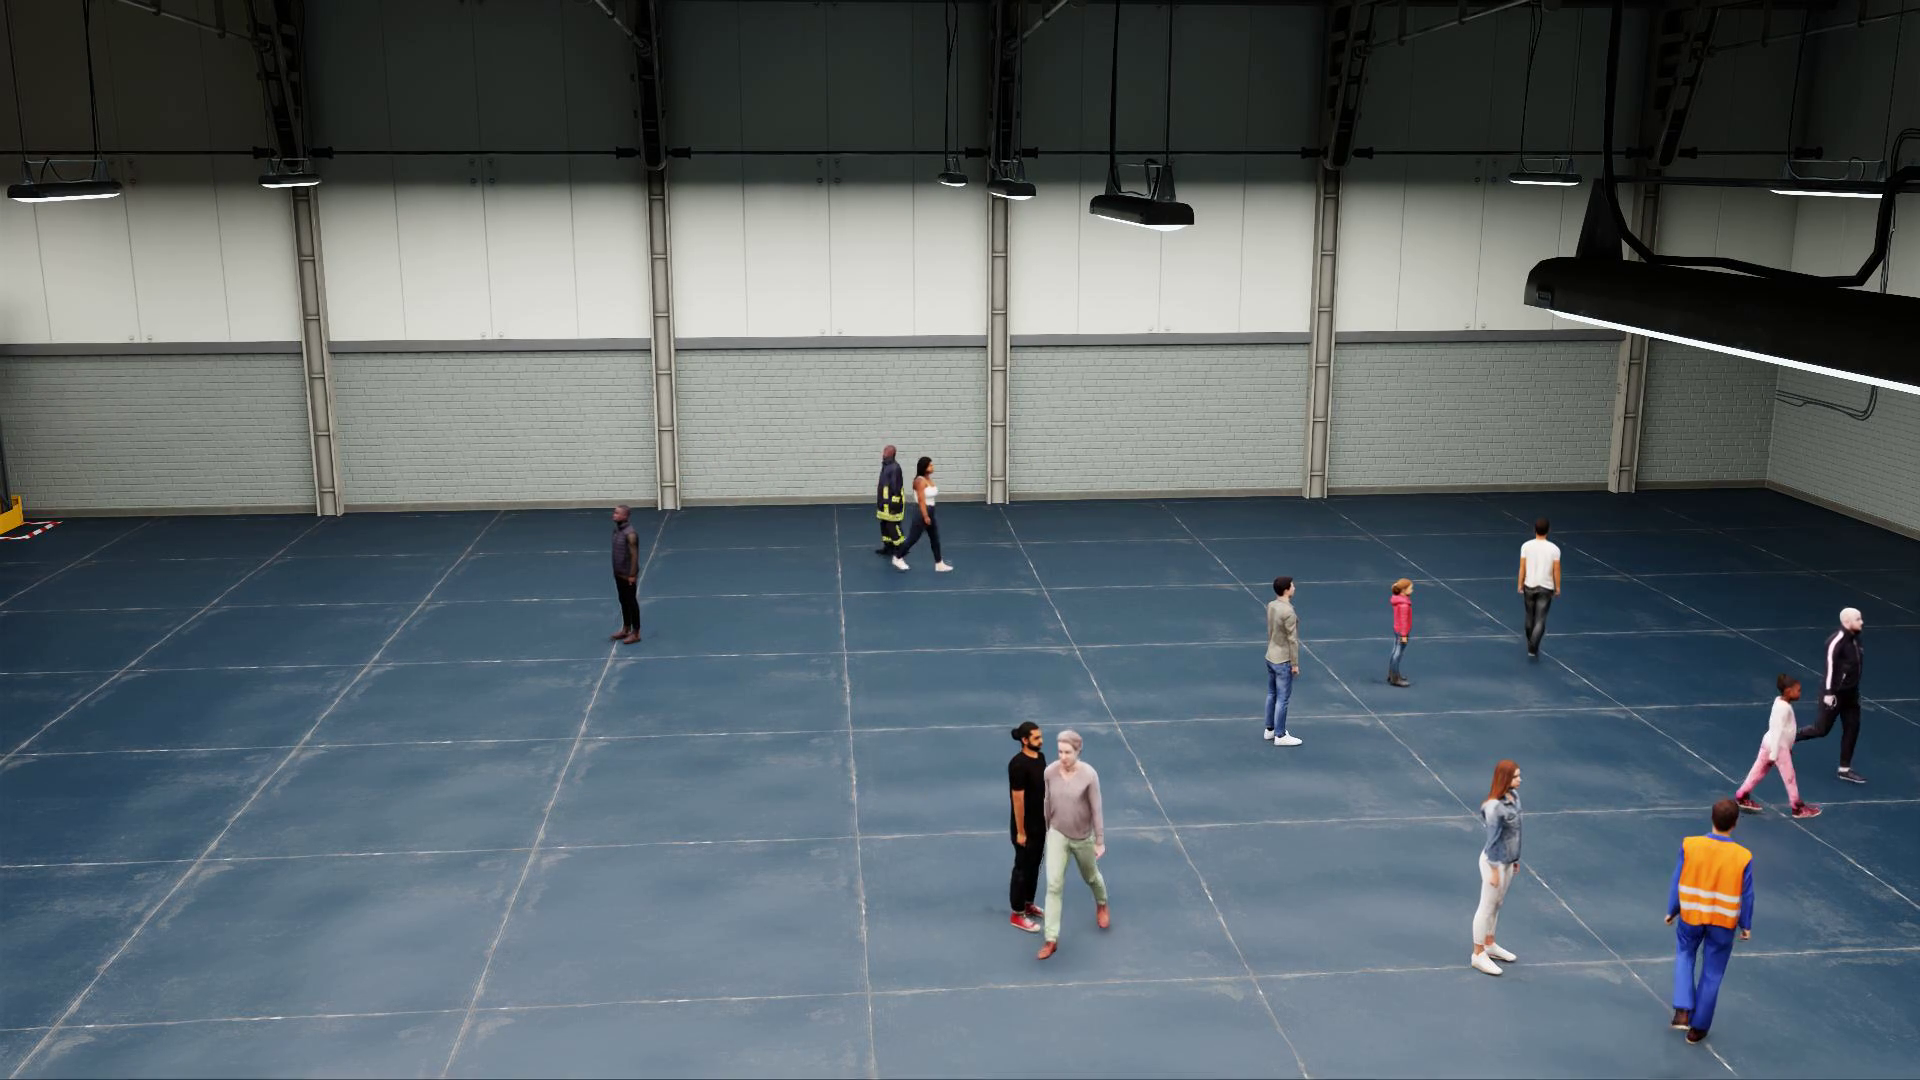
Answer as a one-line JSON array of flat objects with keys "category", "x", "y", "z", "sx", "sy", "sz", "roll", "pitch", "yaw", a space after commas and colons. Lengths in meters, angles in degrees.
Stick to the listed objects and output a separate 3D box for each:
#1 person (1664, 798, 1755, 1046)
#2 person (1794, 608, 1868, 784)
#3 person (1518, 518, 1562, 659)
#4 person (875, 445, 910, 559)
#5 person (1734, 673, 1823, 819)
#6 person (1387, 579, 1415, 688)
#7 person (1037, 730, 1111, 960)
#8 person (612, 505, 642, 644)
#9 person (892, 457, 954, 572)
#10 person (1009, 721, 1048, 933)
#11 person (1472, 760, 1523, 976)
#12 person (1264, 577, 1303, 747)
[{"category": "person", "x": 5.293, "y": 2.739, "z": 11.809, "sx": 0.845, "sy": 1.856, "sz": 0.924, "roll": 8, "pitch": 15, "yaw": 31}, {"category": "person", "x": 8.866, "y": 1.562, "z": 16.995, "sx": 1.163, "sy": 1.810, "sz": 1.124, "roll": -10, "pitch": 17, "yaw": -38}, {"category": "person", "x": 7.322, "y": 0.641, "z": 21.072, "sx": 1.152, "sy": 1.765, "sz": 1.131, "roll": 8, "pitch": 15, "yaw": 31}, {"category": "person", "x": -1.092, "y": -0.637, "z": 26.450, "sx": 0.871, "sy": 1.828, "sz": 0.857, "roll": -4, "pitch": 14, "yaw": -15}, {"category": "person", "x": 7.811, "y": 1.985, "z": 16.057, "sx": 1.059, "sy": 1.410, "sz": 0.802, "roll": 4, "pitch": 14, "yaw": 17}, {"category": "person", "x": 5.314, "y": 1.102, "z": 20.075, "sx": 0.528, "sy": 1.317, "sz": 0.549, "roll": 1, "pitch": 13, "yaw": 6}, {"category": "person", "x": 0.933, "y": 2.383, "z": 13.409, "sx": 1.336, "sy": 1.827, "sz": 1.160, "roll": 5, "pitch": 14, "yaw": 21}, {"category": "person", "x": -4.375, "y": 0.430, "z": 21.829, "sx": 0.779, "sy": 1.835, "sz": 0.779, "roll": -10, "pitch": 16, "yaw": -37}, {"category": "person", "x": -0.660, "y": -0.357, "z": 25.376, "sx": 1.280, "sy": 1.768, "sz": 0.988, "roll": 5, "pitch": 14, "yaw": 19}, {"category": "person", "x": 0.564, "y": 2.337, "z": 13.764, "sx": 0.737, "sy": 1.759, "sz": 0.721, "roll": 6, "pitch": 14, "yaw": 24}, {"category": "person", "x": 4.209, "y": 2.529, "z": 13.057, "sx": 0.734, "sy": 1.702, "sz": 0.675, "roll": 11, "pitch": 17, "yaw": 39}, {"category": "person", "x": 3.471, "y": 1.295, "z": 18.026, "sx": 0.667, "sy": 1.865, "sz": 0.750, "roll": -4, "pitch": 14, "yaw": -17}]
